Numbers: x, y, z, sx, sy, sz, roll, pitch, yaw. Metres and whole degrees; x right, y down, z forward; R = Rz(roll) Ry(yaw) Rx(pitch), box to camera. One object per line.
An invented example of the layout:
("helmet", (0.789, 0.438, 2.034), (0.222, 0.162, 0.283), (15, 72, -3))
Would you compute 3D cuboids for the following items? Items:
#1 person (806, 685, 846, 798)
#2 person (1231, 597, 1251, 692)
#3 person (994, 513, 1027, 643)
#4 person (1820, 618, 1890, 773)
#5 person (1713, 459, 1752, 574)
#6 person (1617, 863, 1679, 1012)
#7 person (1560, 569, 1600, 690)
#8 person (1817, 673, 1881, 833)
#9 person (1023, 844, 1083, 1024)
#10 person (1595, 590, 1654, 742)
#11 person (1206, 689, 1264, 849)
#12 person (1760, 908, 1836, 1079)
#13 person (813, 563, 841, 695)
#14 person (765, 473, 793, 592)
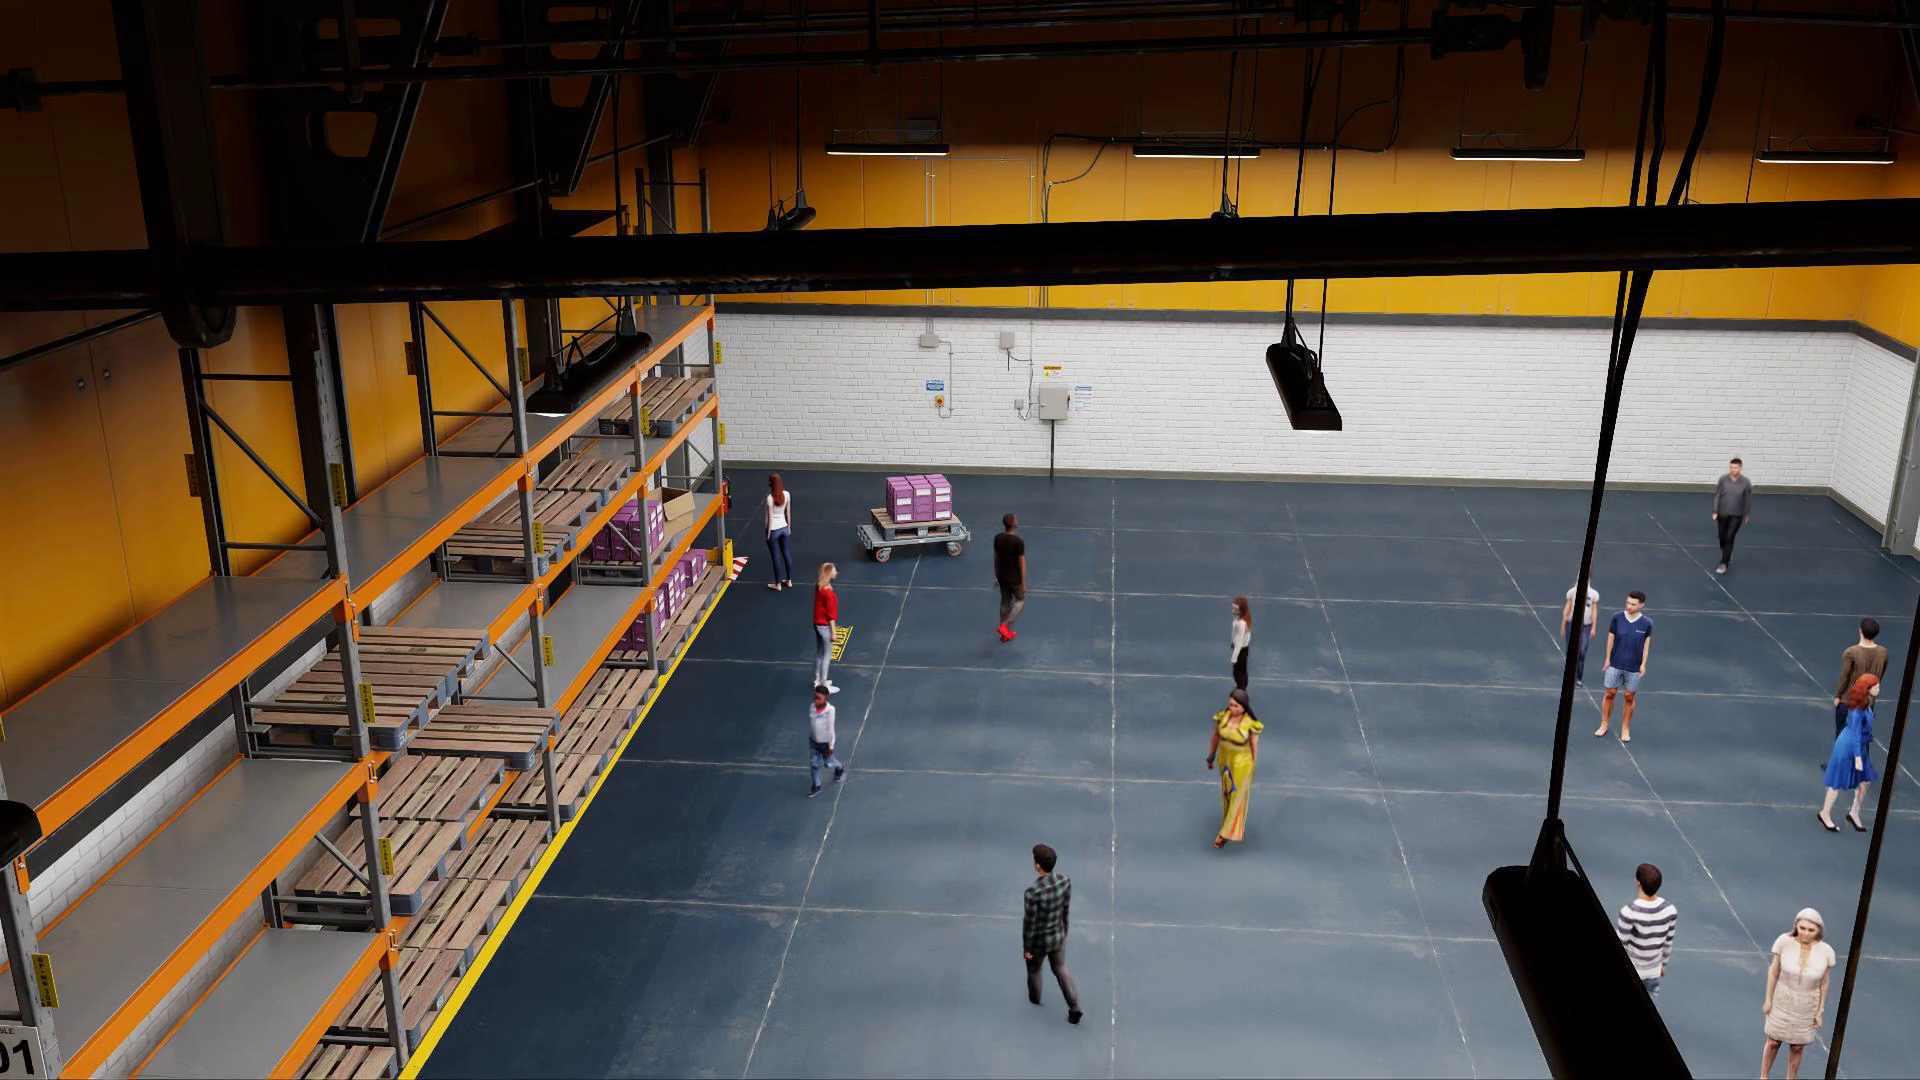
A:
("person", (-1.474, 2.165, 18.227), (0.696, 1.242, 0.883), (11, 21, 29))
("person", (3.454, 1.332, 20.357), (0.742, 1.462, 0.429), (7, 20, 20))
("person", (0.613, 0.541, 22.187), (0.833, 1.793, 0.885), (14, 23, 35))
("person", (9.947, 1.754, 18.434), (0.681, 1.889, 0.619), (-1, 19, -3))
("person", (11.646, -0.398, 25.077), (1.013, 1.727, 1.201), (12, 22, 31))
("person", (5.484, 3.469, 13.409), (0.687, 1.846, 0.600), (-2, 19, -7))
("person", (7.828, 1.061, 21.052), (0.735, 1.531, 0.997), (7, 20, 20))
("person", (9.135, 2.196, 17.246), (0.871, 1.810, 0.808), (14, 23, 35))
("person", (0.799, 3.406, 14.268), (0.986, 1.701, 1.074), (-11, 22, -30))
("person", (7.783, 1.435, 19.451), (0.701, 1.843, 0.694), (10, 21, 27))
("person", (2.877, 2.297, 17.259), (1.091, 1.609, 1.341), (11, 22, 30))
("person", (6.521, 3.657, 13.022), (0.661, 1.736, 0.642), (8, 20, 21))
("person", (-1.689, 1.083, 20.723), (0.763, 1.699, 0.643), (-8, 20, -23))
("person", (-2.653, -0.126, 24.253), (0.649, 1.737, 0.716), (-16, 25, -40))
